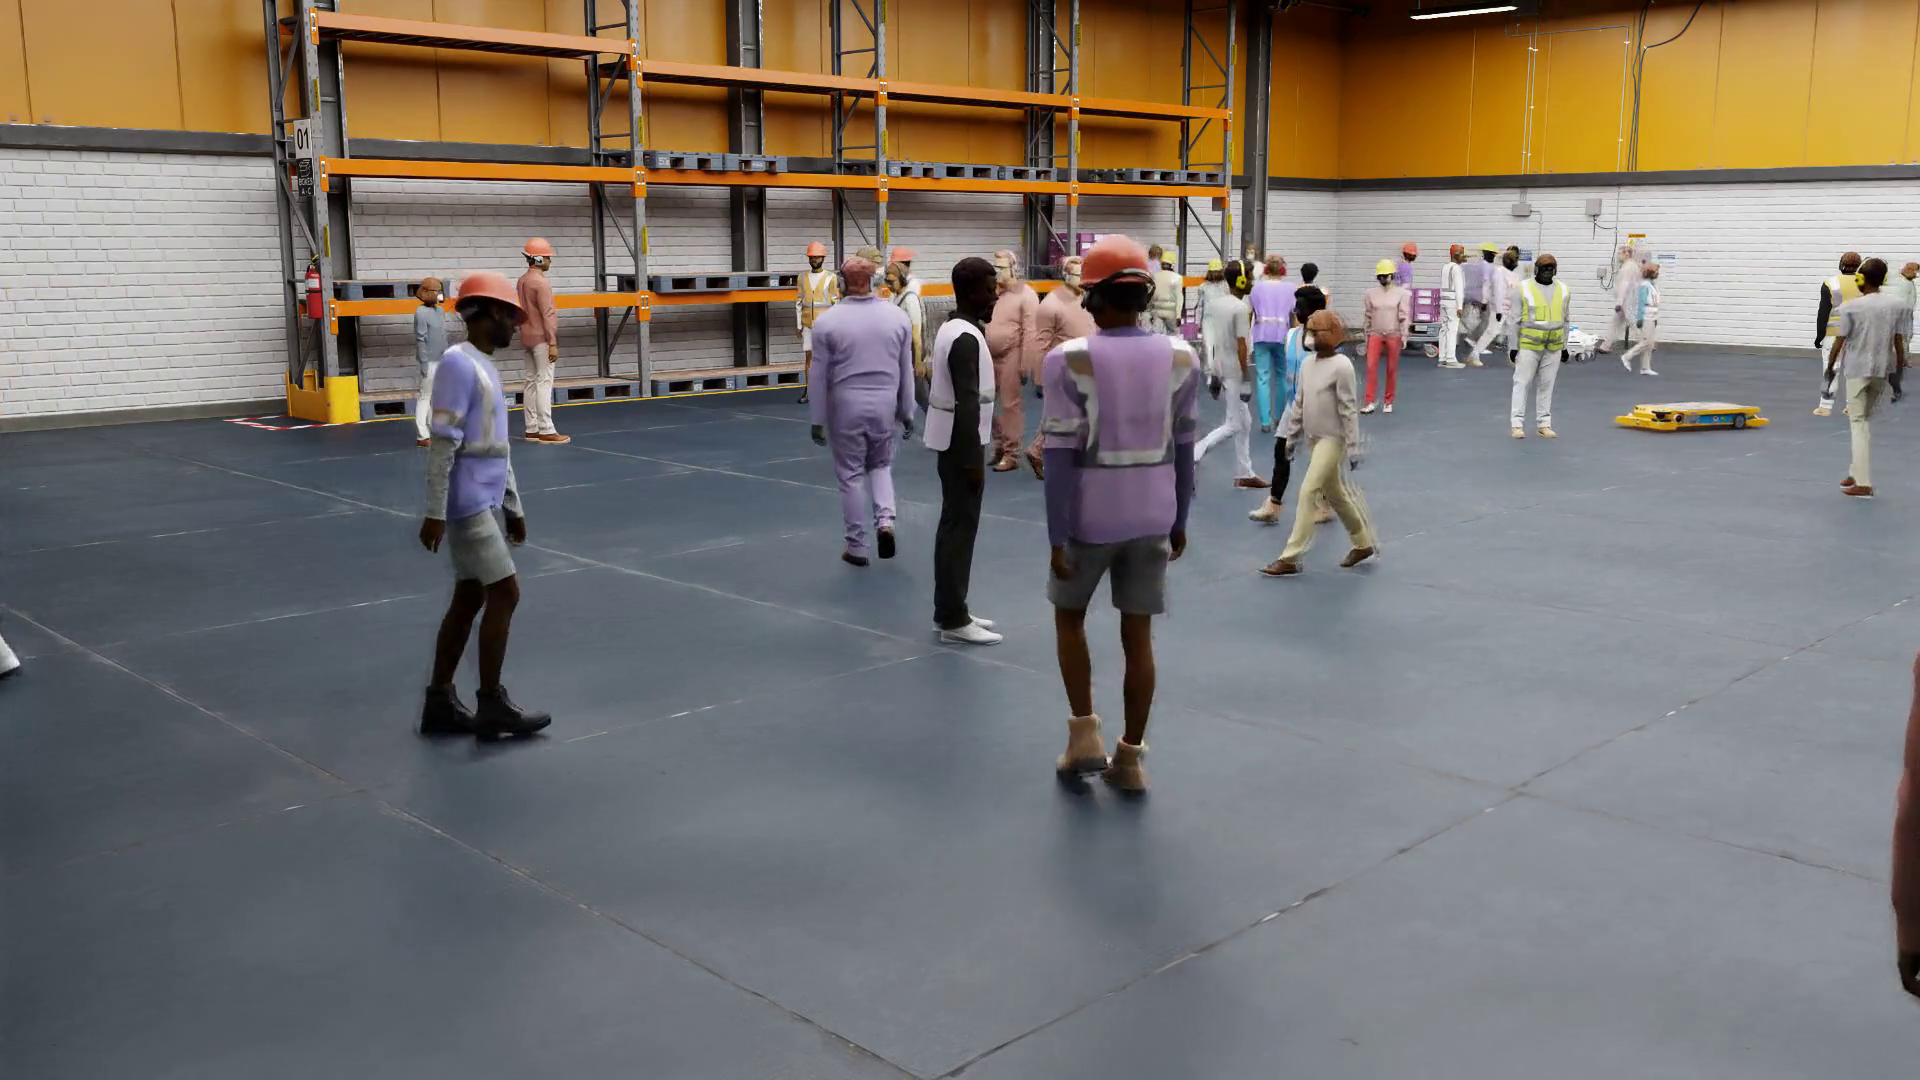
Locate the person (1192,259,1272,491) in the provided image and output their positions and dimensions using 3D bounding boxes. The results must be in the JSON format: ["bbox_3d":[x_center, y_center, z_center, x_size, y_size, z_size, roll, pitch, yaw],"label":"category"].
[{"bbox_3d":[2.108,-1.293,13.147,0.802,1.838,0.531,-2,11,-11],"label":"person"}]

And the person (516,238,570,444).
[{"bbox_3d":[-4.089,-1.934,16.211,0.383,1.993,0.622,-8,13,-39],"label":"person"}]

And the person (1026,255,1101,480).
[{"bbox_3d":[0.839,-1.357,13.420,0.889,1.872,0.640,9,14,41],"label":"person"}]

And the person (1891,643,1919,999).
[{"bbox_3d":[1.809,0.664,2.731,0.534,1.744,0.672,9,14,40],"label":"person"}]

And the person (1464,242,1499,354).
[{"bbox_3d":[9.010,-4.158,28.590,0.452,1.901,0.605,0,10,1],"label":"person"}]

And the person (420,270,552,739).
[{"bbox_3d":[-1.942,-0.142,6.758,0.615,1.874,0.630,-2,11,-9],"label":"person"}]

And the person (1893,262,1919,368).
[{"bbox_3d":[14.492,-3.459,25.536,0.545,1.618,0.518,8,13,36],"label":"person"}]

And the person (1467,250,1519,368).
[{"bbox_3d":[8.283,-3.537,25.508,0.949,1.805,0.638,10,14,43],"label":"person"}]

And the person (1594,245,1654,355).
[{"bbox_3d":[11.296,-4.049,28.152,1.030,1.854,0.657,5,11,25],"label":"person"}]

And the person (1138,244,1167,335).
[{"bbox_3d":[3.022,-3.644,25.869,0.635,1.871,1.067,5,11,24],"label":"person"}]

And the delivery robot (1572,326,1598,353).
[{"bbox_3d":[9.958,-3.232,26.966,0.707,0.478,0.477,6,12,31],"label":"delivery robot"}]

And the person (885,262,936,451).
[{"bbox_3d":[-0.484,-1.688,15.482,0.966,1.780,0.526,-2,11,-11],"label":"person"}]

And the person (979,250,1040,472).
[{"bbox_3d":[0.367,-1.531,14.271,0.657,1.891,0.424,9,14,40],"label":"person"}]

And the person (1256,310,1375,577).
[{"bbox_3d":[2.192,-0.584,9.965,0.867,1.588,0.520,-3,11,-18],"label":"person"}]

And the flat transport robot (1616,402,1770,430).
[{"bbox_3d":[7.742,-1.318,17.560,1.431,0.197,0.652,-4,11,-19],"label":"flat transport robot"}]

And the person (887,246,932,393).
[{"bbox_3d":[-0.610,-2.508,19.614,0.941,1.903,0.553,-7,12,-33],"label":"person"}]

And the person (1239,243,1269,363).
[{"bbox_3d":[4.645,-3.813,26.721,0.632,1.910,0.884,4,11,22],"label":"person"}]

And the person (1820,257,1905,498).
[{"bbox_3d":[7.002,-1.269,12.975,0.564,1.848,0.673,-1,10,-3],"label":"person"}]

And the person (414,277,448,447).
[{"bbox_3d":[-5.061,-1.697,15.946,0.303,1.625,0.498,1,10,7],"label":"person"}]

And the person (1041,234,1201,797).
[{"bbox_3d":[0.571,-0.079,6.038,0.617,2.025,0.509,-2,11,-13],"label":"person"}]

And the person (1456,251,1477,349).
[{"bbox_3d":[8.924,-4.266,29.475,0.629,1.795,0.590,-4,11,-20],"label":"person"}]

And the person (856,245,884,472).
[{"bbox_3d":[-0.824,-1.552,14.289,0.353,1.936,0.633,-2,11,-13],"label":"person"}]

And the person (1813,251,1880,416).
[{"bbox_3d":[9.893,-2.298,18.621,0.633,1.843,0.429,1,10,4],"label":"person"}]

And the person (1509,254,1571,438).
[{"bbox_3d":[5.792,-1.929,16.612,0.631,1.840,0.428,-1,10,-6],"label":"person"}]

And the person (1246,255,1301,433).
[{"bbox_3d":[3.254,-2.044,17.313,0.594,1.804,0.907,2,11,13],"label":"person"}]

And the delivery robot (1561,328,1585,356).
[{"bbox_3d":[9.690,-3.136,26.441,0.477,0.478,0.707,2,10,8],"label":"delivery robot"}]

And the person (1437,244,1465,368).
[{"bbox_3d":[7.542,-3.576,25.467,0.355,1.887,0.574,-2,11,-9],"label":"person"}]

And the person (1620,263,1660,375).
[{"bbox_3d":[9.931,-3.201,24.134,0.433,1.625,0.518,7,13,34],"label":"person"}]

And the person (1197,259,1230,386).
[{"bbox_3d":[3.484,-2.981,22.706,0.495,1.708,0.846,2,11,8],"label":"person"}]

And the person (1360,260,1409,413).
[{"bbox_3d":[4.795,-2.281,18.795,0.540,1.734,0.781,5,11,25],"label":"person"}]

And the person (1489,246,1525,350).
[{"bbox_3d":[9.670,-4.281,29.480,0.515,1.834,0.907,-7,13,-35],"label":"person"}]

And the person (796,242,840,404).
[{"bbox_3d":[-1.722,-2.603,20.006,0.549,1.942,0.347,3,11,16],"label":"person"}]

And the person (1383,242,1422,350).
[{"bbox_3d":[7.723,-4.278,29.300,0.816,1.911,0.550,2,11,11],"label":"person"}]

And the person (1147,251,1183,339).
[{"bbox_3d":[3.024,-3.366,24.604,0.608,1.792,0.920,7,12,32],"label":"person"}]

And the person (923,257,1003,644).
[{"bbox_3d":[0.006,-0.445,8.309,0.373,1.914,0.597,-1,10,-7],"label":"person"}]

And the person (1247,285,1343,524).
[{"bbox_3d":[2.338,-0.917,11.527,0.755,1.664,0.558,-6,12,-32],"label":"person"}]

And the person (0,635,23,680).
[{"bbox_3d":[-4.657,-0.218,7.172,0.949,1.886,0.596,-2,11,-12],"label":"person"}]

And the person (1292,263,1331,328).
[{"bbox_3d":[4.340,-2.605,20.752,0.550,1.678,0.540,1,10,7],"label":"person"}]

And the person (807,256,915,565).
[{"bbox_3d":[-0.616,-0.781,10.194,0.670,1.891,0.420,-4,11,-21],"label":"person"}]
